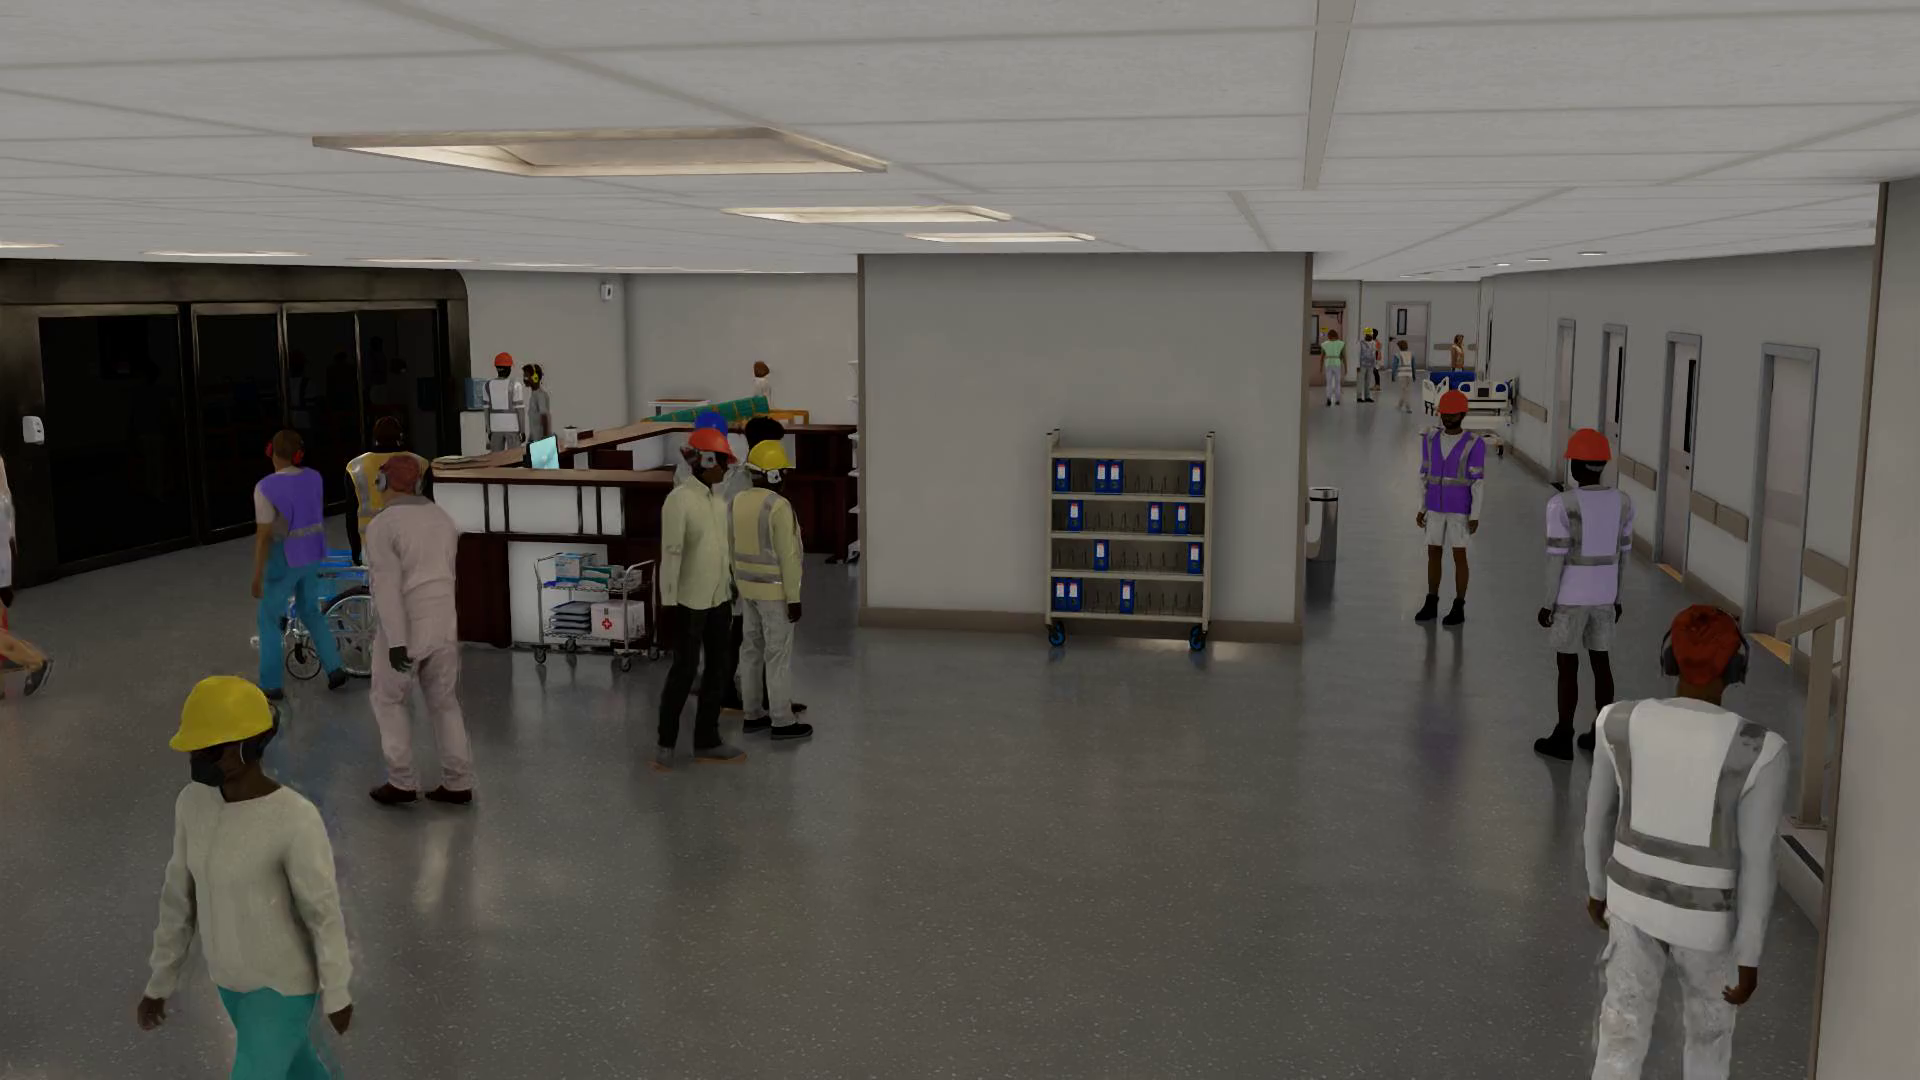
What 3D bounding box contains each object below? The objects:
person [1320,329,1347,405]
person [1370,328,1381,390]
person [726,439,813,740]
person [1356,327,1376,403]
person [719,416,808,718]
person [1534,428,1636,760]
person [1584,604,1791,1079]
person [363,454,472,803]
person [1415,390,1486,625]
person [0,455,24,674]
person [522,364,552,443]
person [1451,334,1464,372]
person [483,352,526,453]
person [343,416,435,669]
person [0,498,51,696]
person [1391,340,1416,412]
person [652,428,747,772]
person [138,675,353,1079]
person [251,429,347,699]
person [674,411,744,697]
[{"bbox_3d":[8.844,-4.086,39.410,0.631,1.802,0.825,3,9,17],"label":"person"},{"bbox_3d":[11.290,-4.908,45.246,0.330,1.689,0.544,0,9,2],"label":"person"},{"bbox_3d":[-1.160,0.301,10.170,0.403,1.835,0.587,-8,12,-44],"label":"person"},{"bbox_3d":[9.875,-4.251,40.375,0.591,1.833,0.404,-4,10,-27],"label":"person"},{"bbox_3d":[-1.242,0.180,10.642,0.799,1.927,0.637,1,9,4],"label":"person"},{"bbox_3d":[3.629,0.317,9.705,0.545,1.941,0.350,-2,9,-14],"label":"person"},{"bbox_3d":[2.074,1.099,4.880,0.595,1.845,0.997,8,11,41],"label":"person"},{"bbox_3d":[-2.879,0.483,8.853,0.654,1.866,0.663,4,10,27],"label":"person"},{"bbox_3d":[4.008,-0.267,13.640,0.547,1.933,0.381,8,12,42],"label":"person"},{"bbox_3d":[-6.978,-0.033,11.847,0.611,1.995,0.375,2,9,16],"label":"person"},{"bbox_3d":[-5.087,-1.183,19.939,0.408,1.852,0.519,-3,9,-19],"label":"person"},{"bbox_3d":[12.231,-4.236,40.917,0.306,1.640,0.523,8,12,43],"label":"person"},{"bbox_3d":[-5.832,-1.438,21.367,0.545,1.938,0.358,1,9,9],"label":"person"},{"bbox_3d":[-4.090,0.025,12.001,0.626,1.838,0.430,-2,9,-14],"label":"person"},{"bbox_3d":[-6.393,0.237,10.922,0.572,1.734,0.480,6,11,36],"label":"person"},{"bbox_3d":[9.889,-3.666,37.235,0.528,1.593,0.849,-3,9,-20],"label":"person"},{"bbox_3d":[-1.530,0.340,9.559,0.525,1.949,0.708,4,9,24],"label":"person"},{"bbox_3d":[-1.951,1.210,4.498,0.525,1.719,0.913,5,10,31],"label":"person"},{"bbox_3d":[-4.474,0.168,11.107,0.567,1.818,0.629,3,9,19],"label":"person"},{"bbox_3d":[-1.651,0.098,11.178,0.605,1.939,0.420,3,9,17],"label":"person"}]
